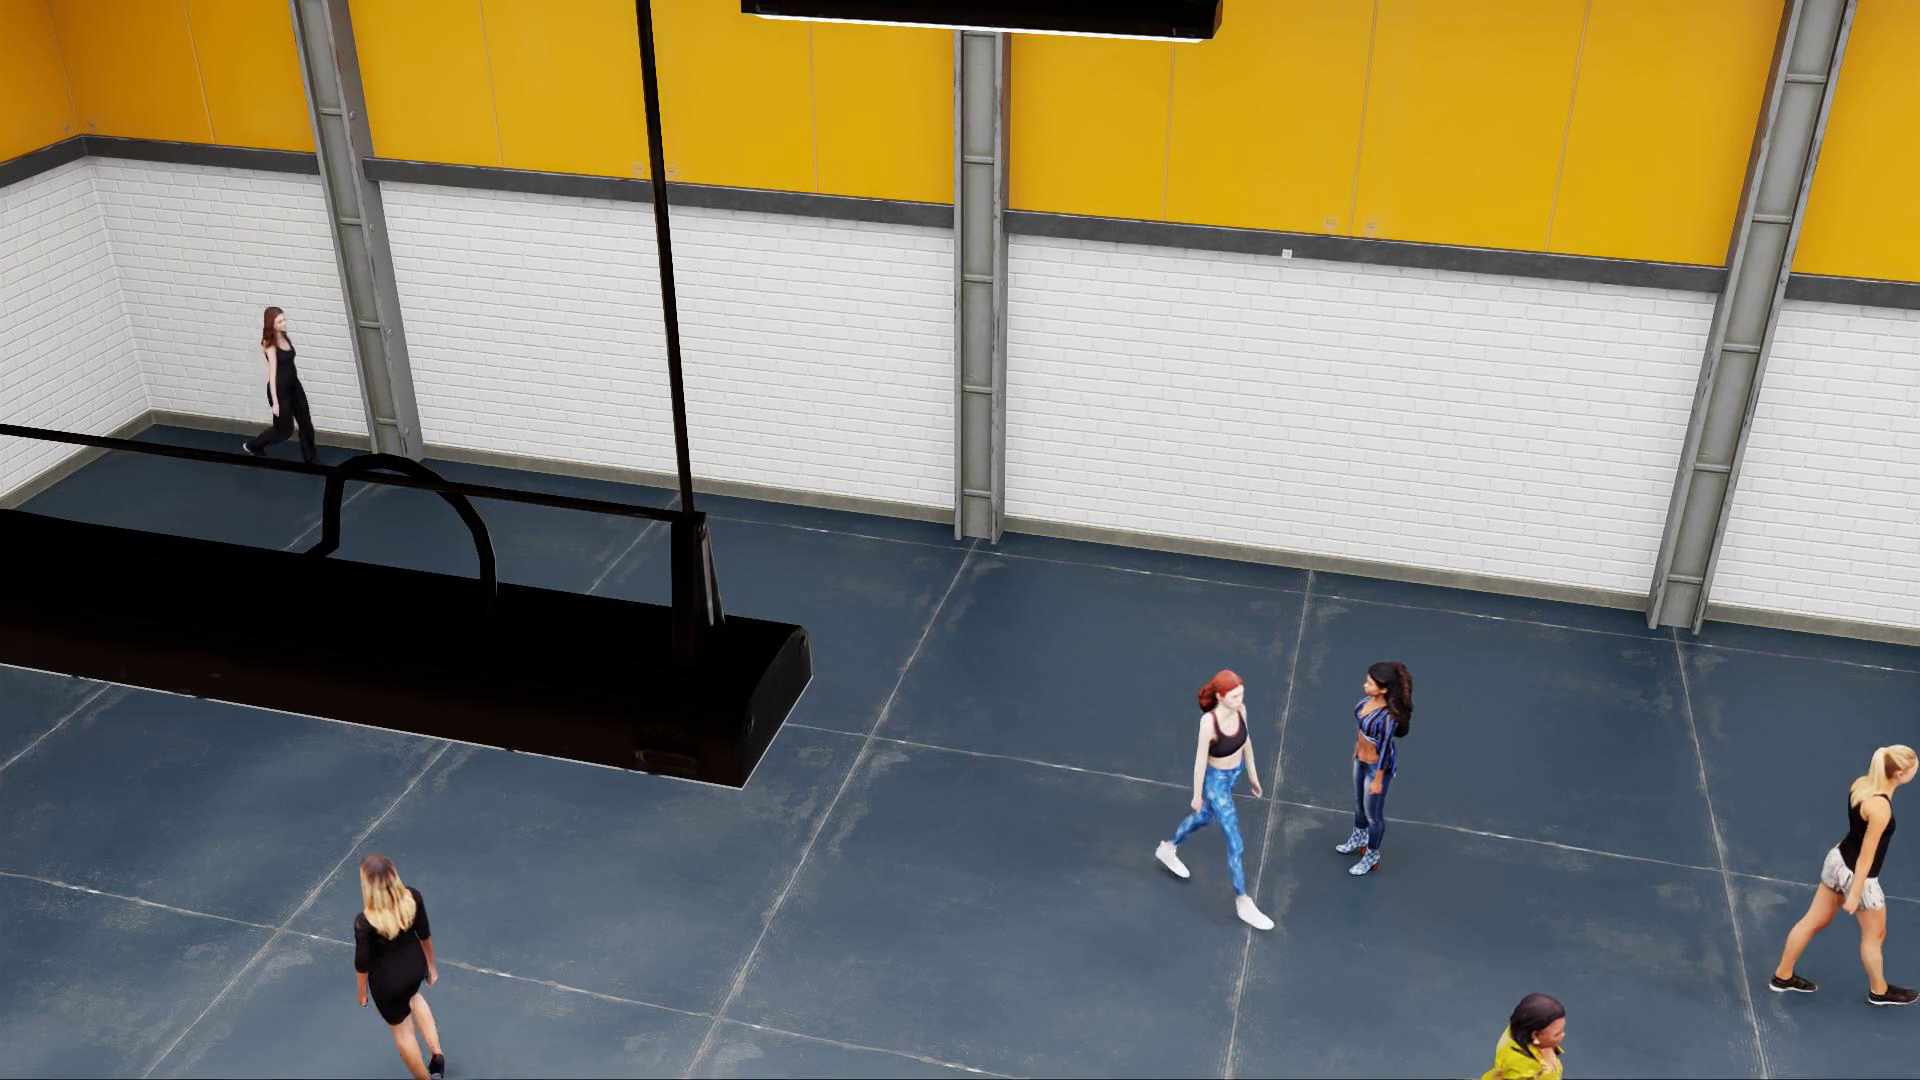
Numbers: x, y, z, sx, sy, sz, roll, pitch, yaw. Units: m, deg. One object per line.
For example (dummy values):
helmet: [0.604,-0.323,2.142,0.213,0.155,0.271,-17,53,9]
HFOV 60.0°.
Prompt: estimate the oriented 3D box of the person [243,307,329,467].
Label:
person: [-6.605,-1.430,16.036,1.047,1.718,0.712,3,29,5]

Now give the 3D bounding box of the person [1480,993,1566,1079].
person: [2.646,2.866,8.250,1.042,1.642,0.735,8,30,14]

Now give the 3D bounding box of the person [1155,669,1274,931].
person: [1.584,1.551,10.556,1.258,1.742,0.961,24,37,37]

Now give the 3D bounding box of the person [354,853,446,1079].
person: [-2.993,2.421,9.030,0.643,1.667,0.633,17,33,29]

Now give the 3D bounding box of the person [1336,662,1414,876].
person: [2.690,1.471,10.825,0.669,1.615,0.674,-3,29,-6]

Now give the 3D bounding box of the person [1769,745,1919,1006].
person: [5.133,1.949,9.742,1.065,1.814,0.733,4,29,7]
